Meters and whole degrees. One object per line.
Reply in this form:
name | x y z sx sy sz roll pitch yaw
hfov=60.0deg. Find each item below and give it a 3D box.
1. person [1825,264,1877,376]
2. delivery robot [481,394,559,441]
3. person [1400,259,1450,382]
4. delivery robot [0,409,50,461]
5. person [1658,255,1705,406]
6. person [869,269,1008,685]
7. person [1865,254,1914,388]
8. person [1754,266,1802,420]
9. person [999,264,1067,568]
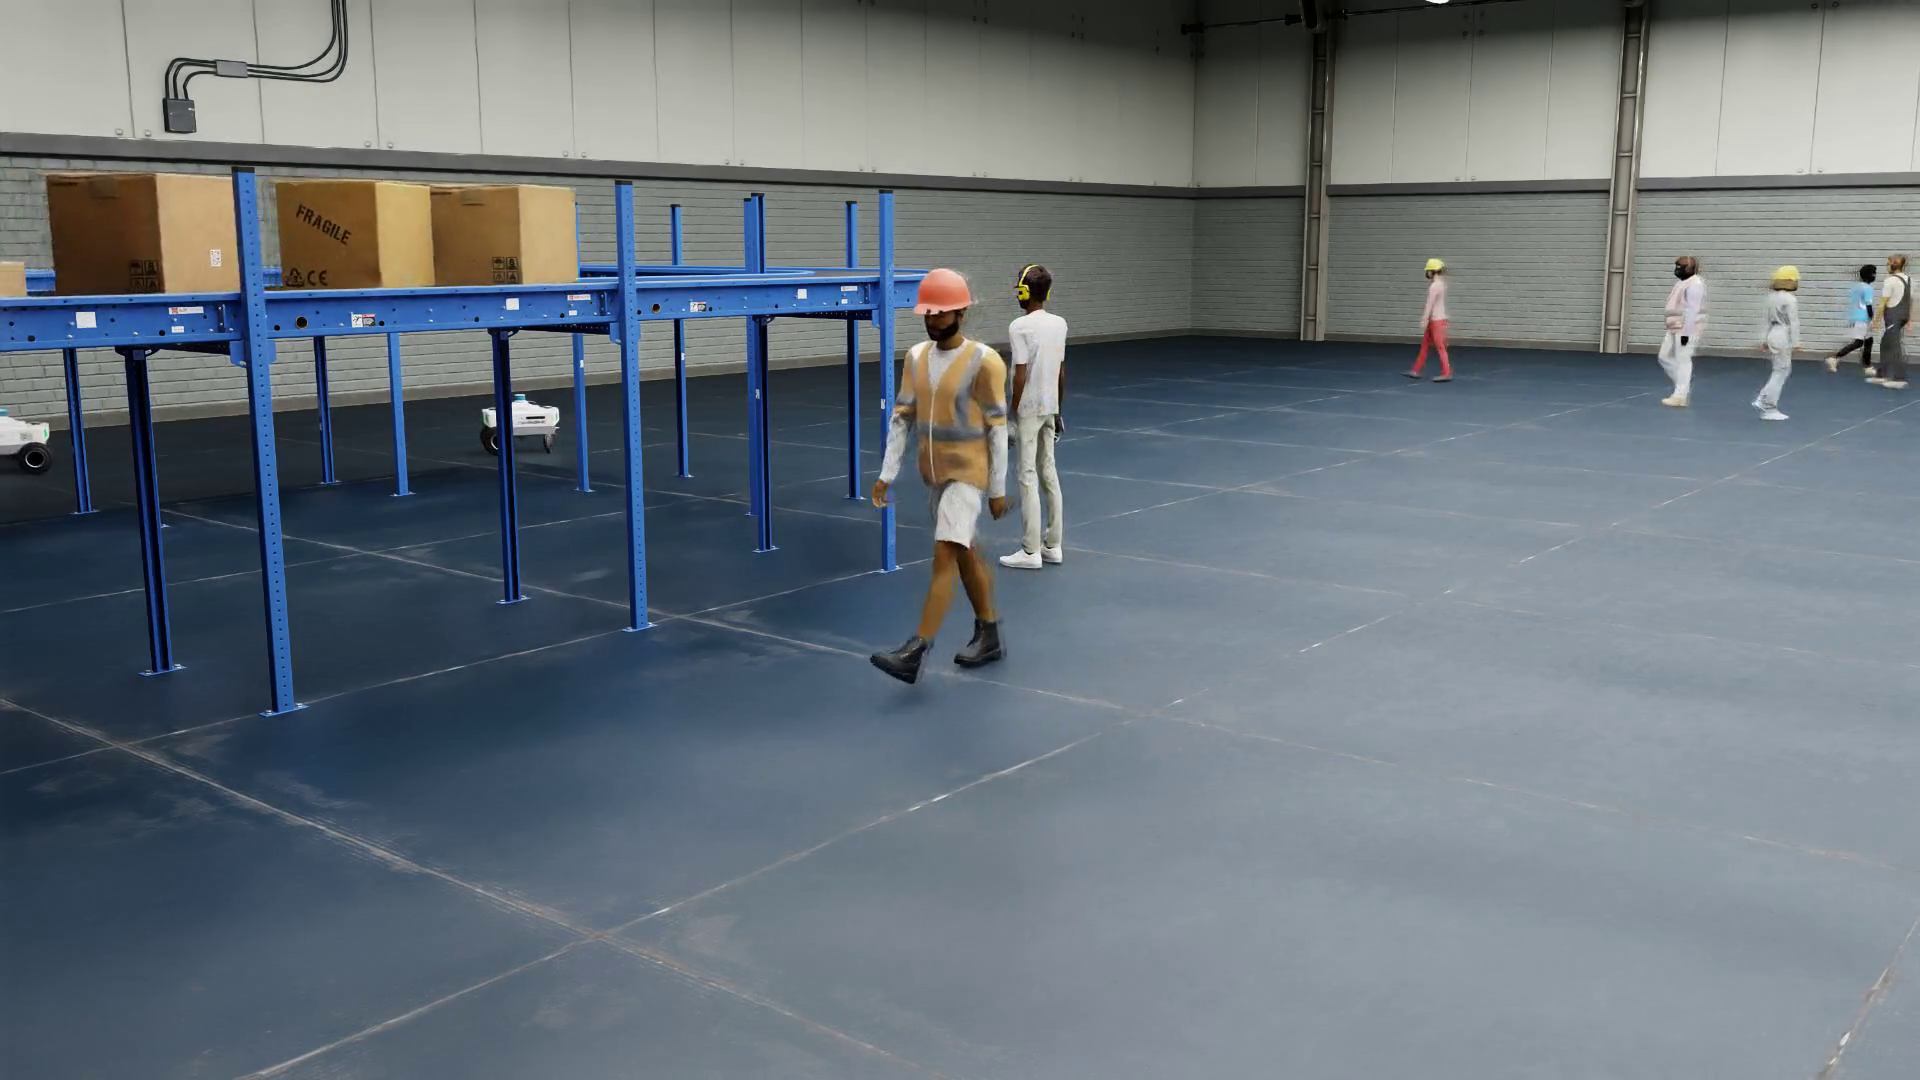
person | 13.380 -3.278 24.774 0.762 1.671 0.532 3 11 18
delivery robot | -4.226 -1.161 16.005 0.707 0.478 0.477 -4 11 -20
person | 6.685 -3.145 23.849 0.826 1.729 0.552 5 11 25
delivery robot | -8.376 -0.900 14.561 0.707 0.478 0.477 -5 12 -27
person | 8.821 -2.555 20.329 0.447 1.832 0.651 1 10 8
person | -0.105 -0.288 7.630 0.548 1.874 1.002 9 14 42
person | 12.767 -3.017 22.914 0.521 1.815 0.771 -6 12 -31
person | 9.298 -2.222 18.775 0.375 1.731 0.488 0 10 2
person | 0.450 -0.766 10.317 0.313 1.869 0.539 9 14 41
